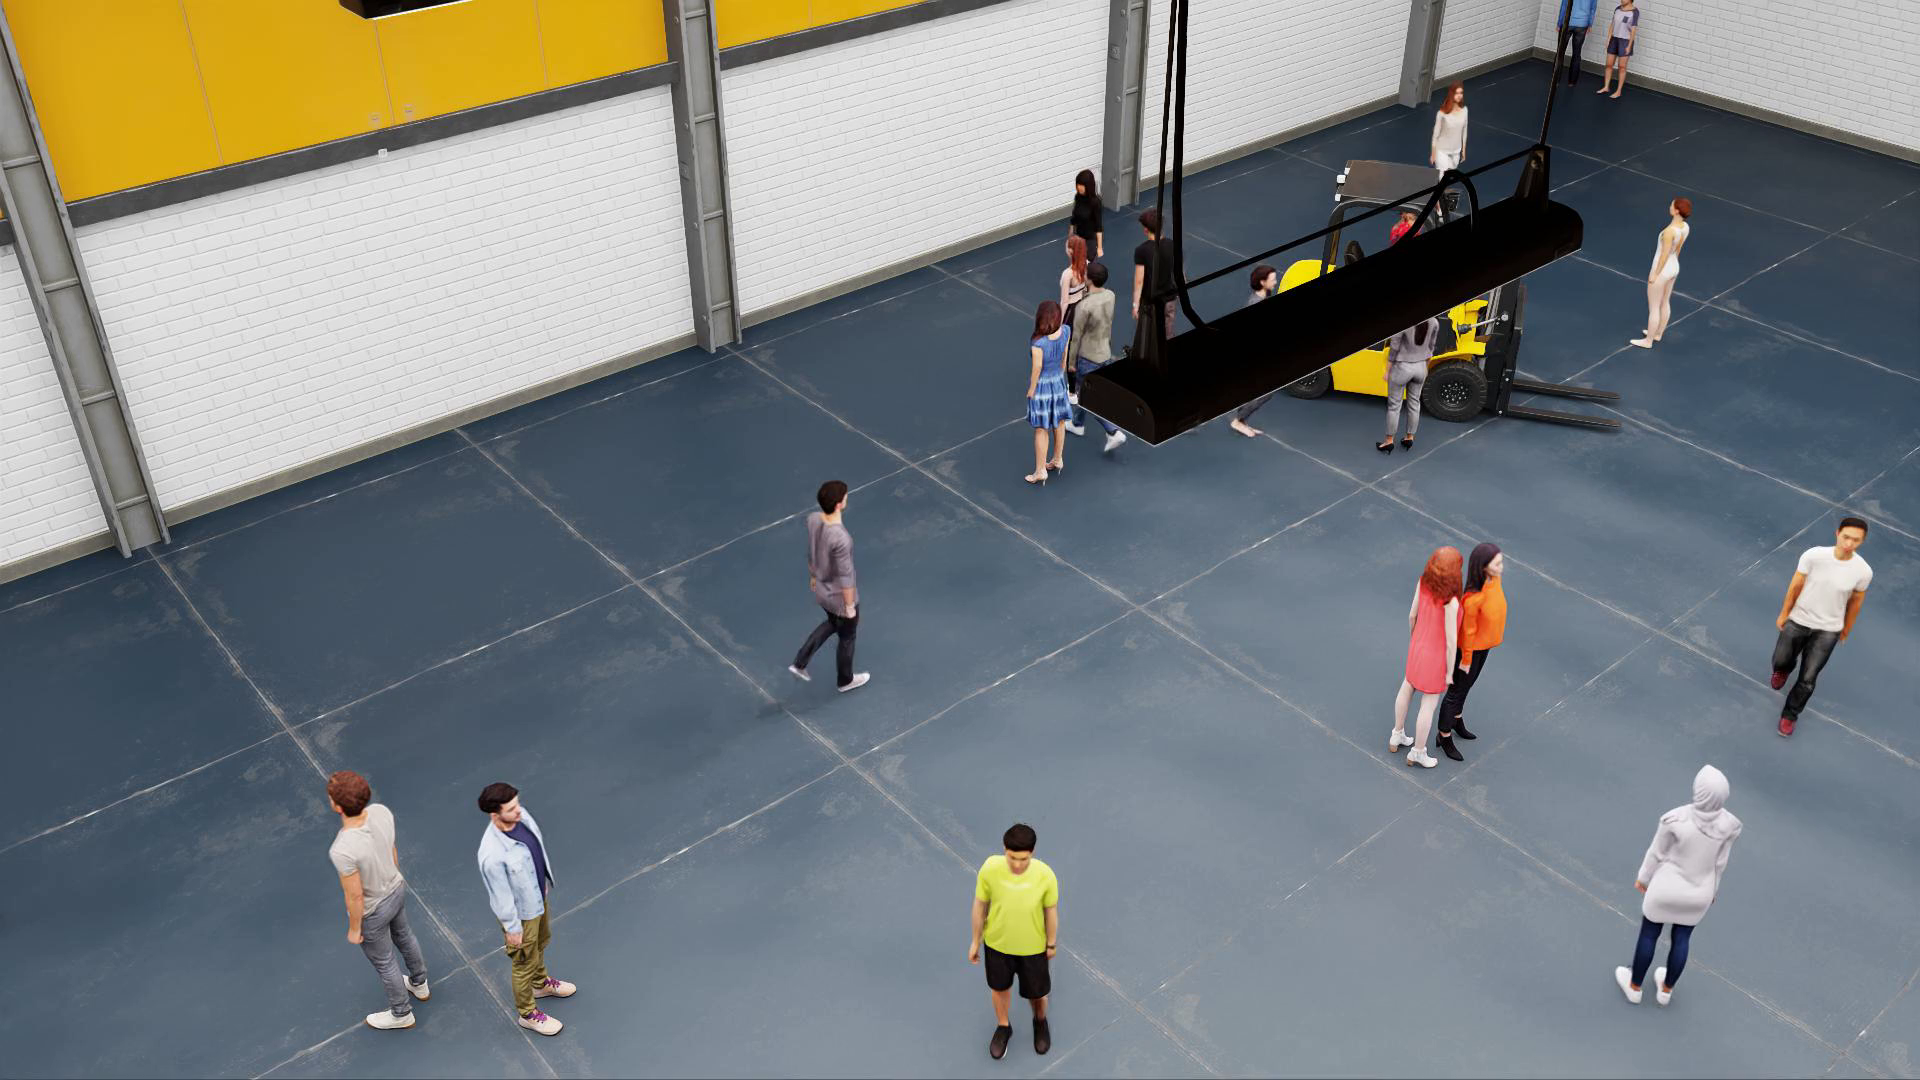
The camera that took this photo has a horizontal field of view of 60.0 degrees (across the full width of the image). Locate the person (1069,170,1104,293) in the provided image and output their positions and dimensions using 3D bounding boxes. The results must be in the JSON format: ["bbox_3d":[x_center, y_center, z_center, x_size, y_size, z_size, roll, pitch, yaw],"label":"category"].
[{"bbox_3d":[1.449,-3.270,18.088,0.611,1.624,0.614,-22,40,-30],"label":"person"}]

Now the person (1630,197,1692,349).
[{"bbox_3d":[7.363,-2.792,17.351,0.419,1.643,0.608,-27,42,-34],"label":"person"}]

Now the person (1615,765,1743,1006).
[{"bbox_3d":[4.279,2.083,9.899,0.688,1.773,0.730,6,34,9],"label":"person"}]

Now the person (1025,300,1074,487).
[{"bbox_3d":[0.787,-1.337,15.016,0.754,1.806,0.546,27,42,34],"label":"person"}]

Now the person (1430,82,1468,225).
[{"bbox_3d":[5.901,-4.767,20.274,1.024,1.697,0.890,-10,35,-15],"label":"person"}]

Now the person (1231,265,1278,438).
[{"bbox_3d":[2.705,-1.771,15.705,0.805,1.764,0.734,5,34,8],"label":"person"}]

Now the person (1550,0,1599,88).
[{"bbox_3d":[9.025,-7.597,24.422,0.746,1.818,0.770,7,34,11],"label":"person"}]

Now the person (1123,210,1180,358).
[{"bbox_3d":[1.974,-2.327,16.506,1.173,1.804,1.076,-11,35,-16],"label":"person"}]

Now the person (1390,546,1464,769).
[{"bbox_3d":[3.307,0.822,11.748,0.600,1.828,0.647,-14,36,-20],"label":"person"}]

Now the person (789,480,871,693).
[{"bbox_3d":[-0.999,0.406,12.365,0.880,1.836,0.731,-20,39,-27],"label":"person"}]

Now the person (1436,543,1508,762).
[{"bbox_3d":[3.655,0.770,11.898,0.733,1.748,0.583,21,39,29],"label":"person"}]

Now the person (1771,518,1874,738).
[{"bbox_3d":[6.259,0.564,12.164,0.833,1.796,0.998,17,37,24],"label":"person"}]

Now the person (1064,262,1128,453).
[{"bbox_3d":[1.292,-1.679,15.495,0.874,1.844,1.072,25,41,33],"label":"person"}]

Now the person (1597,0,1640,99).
[{"bbox_3d":[9.588,-7.236,24.108,0.533,1.564,0.585,-22,39,-29],"label":"person"}]

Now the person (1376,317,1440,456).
[{"bbox_3d":[4.166,-1.562,15.469,0.672,1.679,0.774,-8,34,-12],"label":"person"}]

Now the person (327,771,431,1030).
[{"bbox_3d":[-3.420,2.106,9.752,0.798,1.898,0.703,7,34,11],"label":"person"}]

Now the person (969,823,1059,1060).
[{"bbox_3d":[0.322,2.270,9.682,0.762,1.702,0.801,7,34,10],"label":"person"}]

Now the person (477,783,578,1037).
[{"bbox_3d":[-2.581,2.137,9.783,0.813,1.812,0.747,3,34,5],"label":"person"}]

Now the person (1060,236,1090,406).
[{"bbox_3d":[1.120,-2.168,16.323,0.680,1.742,0.494,25,41,33],"label":"person"}]
